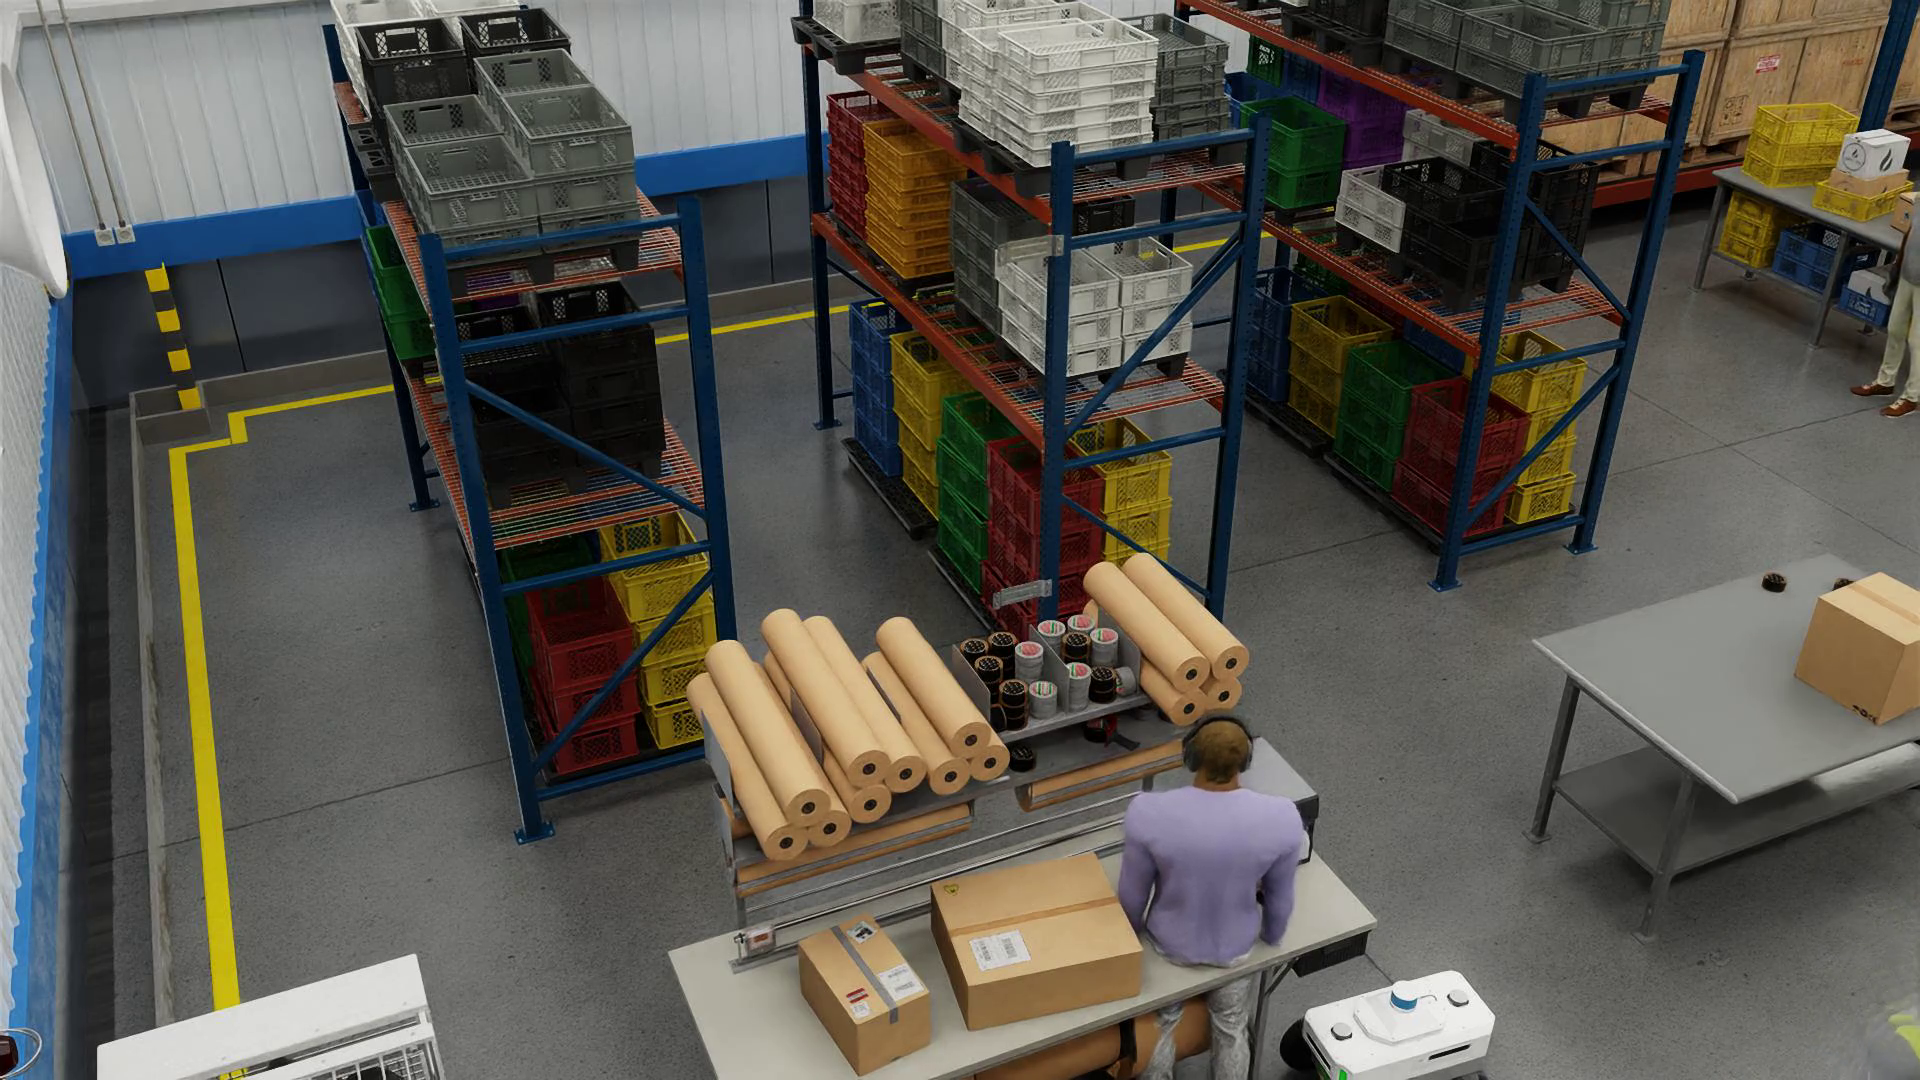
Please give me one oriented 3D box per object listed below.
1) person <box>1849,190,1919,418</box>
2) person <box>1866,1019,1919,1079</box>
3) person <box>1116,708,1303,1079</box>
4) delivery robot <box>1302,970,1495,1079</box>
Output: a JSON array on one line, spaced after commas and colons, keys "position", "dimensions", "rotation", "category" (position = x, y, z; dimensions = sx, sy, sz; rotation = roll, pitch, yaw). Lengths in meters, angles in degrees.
[{"position": [6.500, -1.740, 11.278], "dimensions": [0.363, 1.857, 0.535], "rotation": [-5, 32, -9], "category": "person"}, {"position": [3.101, 2.070, 5.124], "dimensions": [0.636, 1.800, 0.917], "rotation": [0, 32, 1], "category": "person"}, {"position": [0.877, 1.431, 6.053], "dimensions": [0.630, 1.931, 0.369], "rotation": [2, 32, 3], "category": "person"}, {"position": [1.702, 1.921, 6.470], "dimensions": [0.707, 0.478, 0.477], "rotation": [-10, 33, -16], "category": "delivery robot"}]
